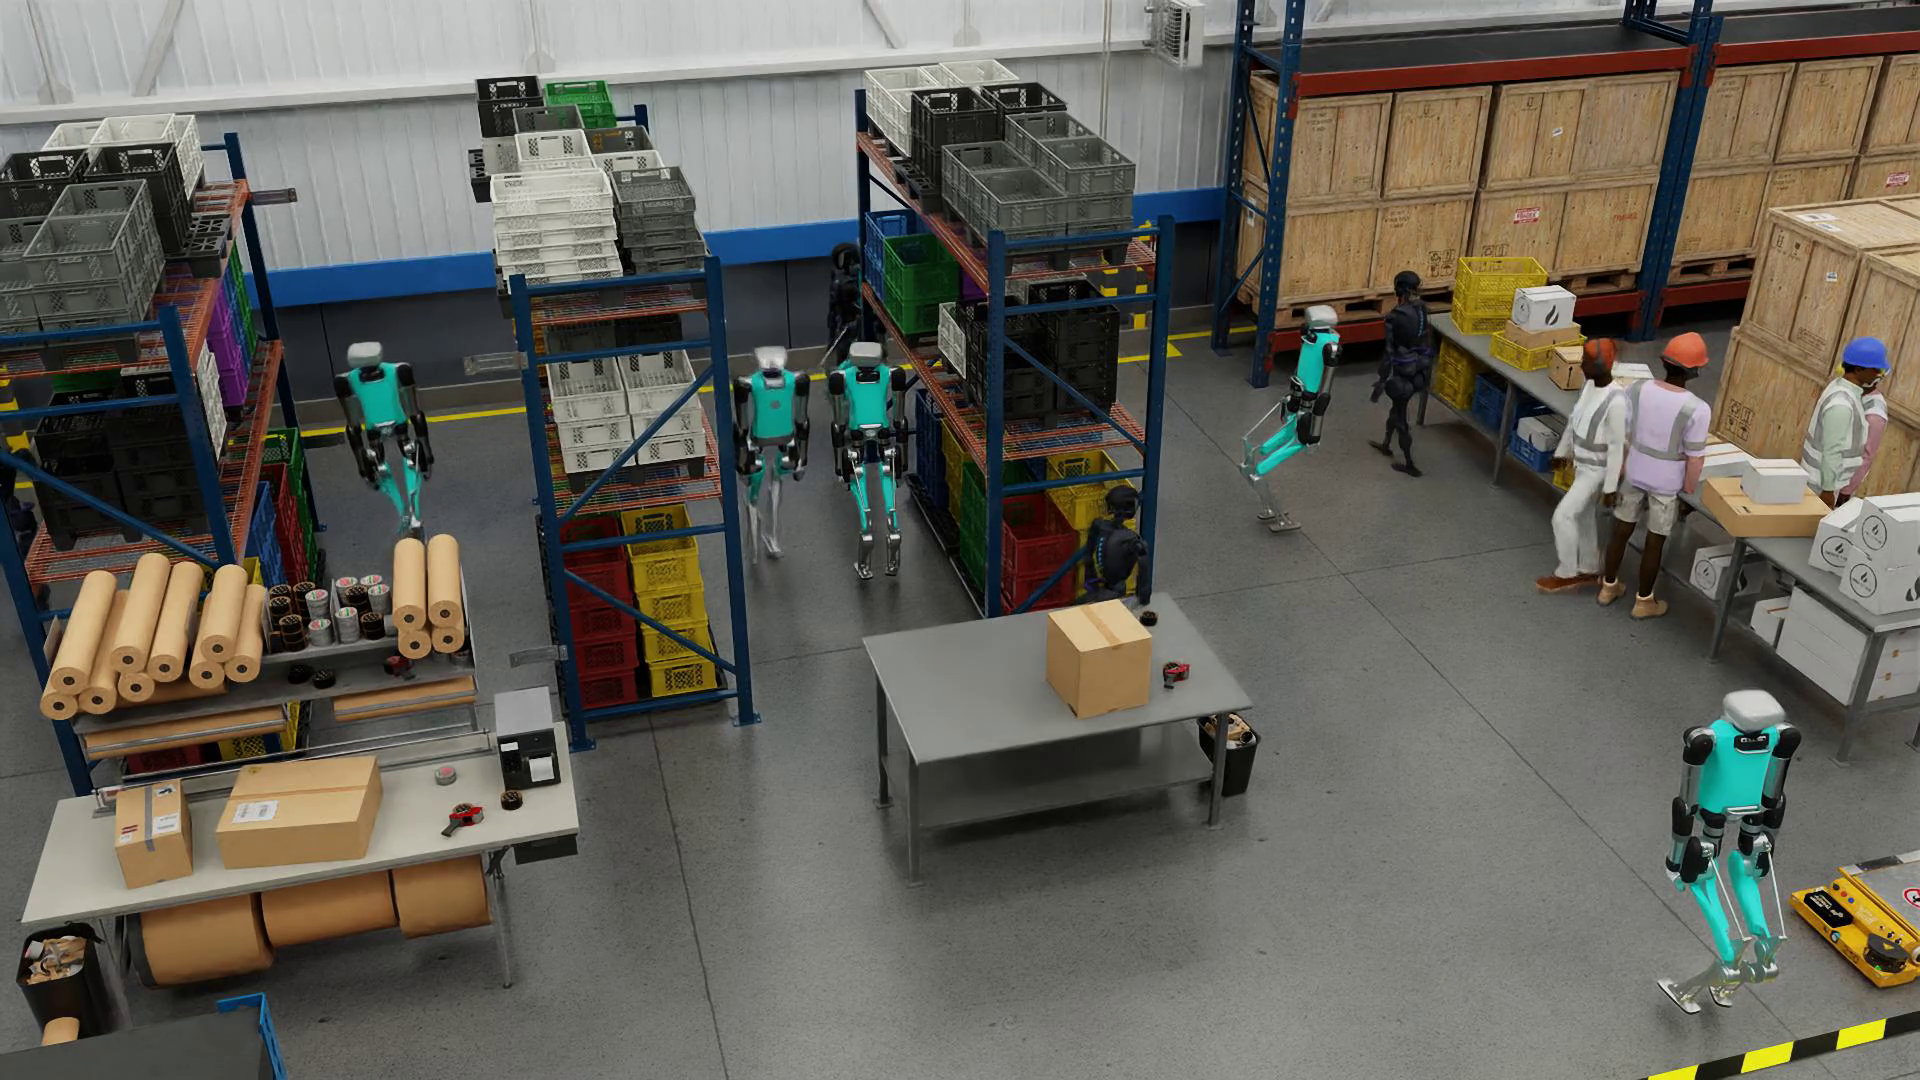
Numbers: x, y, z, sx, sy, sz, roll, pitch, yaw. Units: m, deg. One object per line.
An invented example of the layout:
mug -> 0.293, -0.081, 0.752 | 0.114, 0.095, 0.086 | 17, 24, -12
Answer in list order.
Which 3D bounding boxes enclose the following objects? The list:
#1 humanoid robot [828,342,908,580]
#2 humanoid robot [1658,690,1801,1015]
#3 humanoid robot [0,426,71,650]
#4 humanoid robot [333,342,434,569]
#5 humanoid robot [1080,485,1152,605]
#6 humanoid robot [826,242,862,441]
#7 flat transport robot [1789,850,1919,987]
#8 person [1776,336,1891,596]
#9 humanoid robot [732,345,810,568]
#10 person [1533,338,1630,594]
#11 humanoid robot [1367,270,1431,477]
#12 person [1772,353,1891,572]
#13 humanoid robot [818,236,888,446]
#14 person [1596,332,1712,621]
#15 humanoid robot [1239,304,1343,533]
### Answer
humanoid robot -> -0.592, -0.466, 11.346 | 0.533, 1.677, 0.735 | -4, 29, -7
humanoid robot -> 3.610, 1.548, 7.685 | 0.533, 1.673, 0.735 | -3, 29, -5
humanoid robot -> -6.194, -0.104, 10.923 | 0.609, 1.622, 0.764 | -4, 29, -7
humanoid robot -> -3.916, -0.466, 11.485 | 0.563, 1.751, 1.004 | -9, 30, -15
humanoid robot -> 0.922, 0.433, 9.910 | 0.507, 1.643, 0.585 | -21, 35, -33
humanoid robot -> -0.906, -1.644, 13.685 | 0.324, 1.651, 0.591 | -19, 34, -30
flat transport robot -> 5.163, 1.916, 8.676 | 1.431, 0.231, 0.659 | -8, 30, -14
person -> 5.876, -0.460, 11.254 | 0.381, 1.950, 0.604 | 14, 32, 24
humanoid robot -> -1.362, -0.605, 11.762 | 0.531, 1.820, 0.746 | -9, 30, -15
person -> 4.265, -0.494, 11.405 | 0.606, 1.857, 0.640 | 2, 29, 3
humanoid robot -> 3.472, -1.325, 13.123 | 0.601, 1.639, 0.586 | -23, 36, -36
person -> 6.007, -0.482, 11.412 | 0.403, 1.835, 0.588 | 4, 29, 7
humanoid robot -> -0.883, -1.554, 13.468 | 0.689, 1.801, 0.536 | -13, 31, -23
person -> 4.642, -0.421, 11.088 | 0.375, 2.043, 0.606 | -21, 35, -33
humanoid robot -> 2.337, -0.871, 12.118 | 0.729, 1.696, 0.534 | -5, 29, -10
